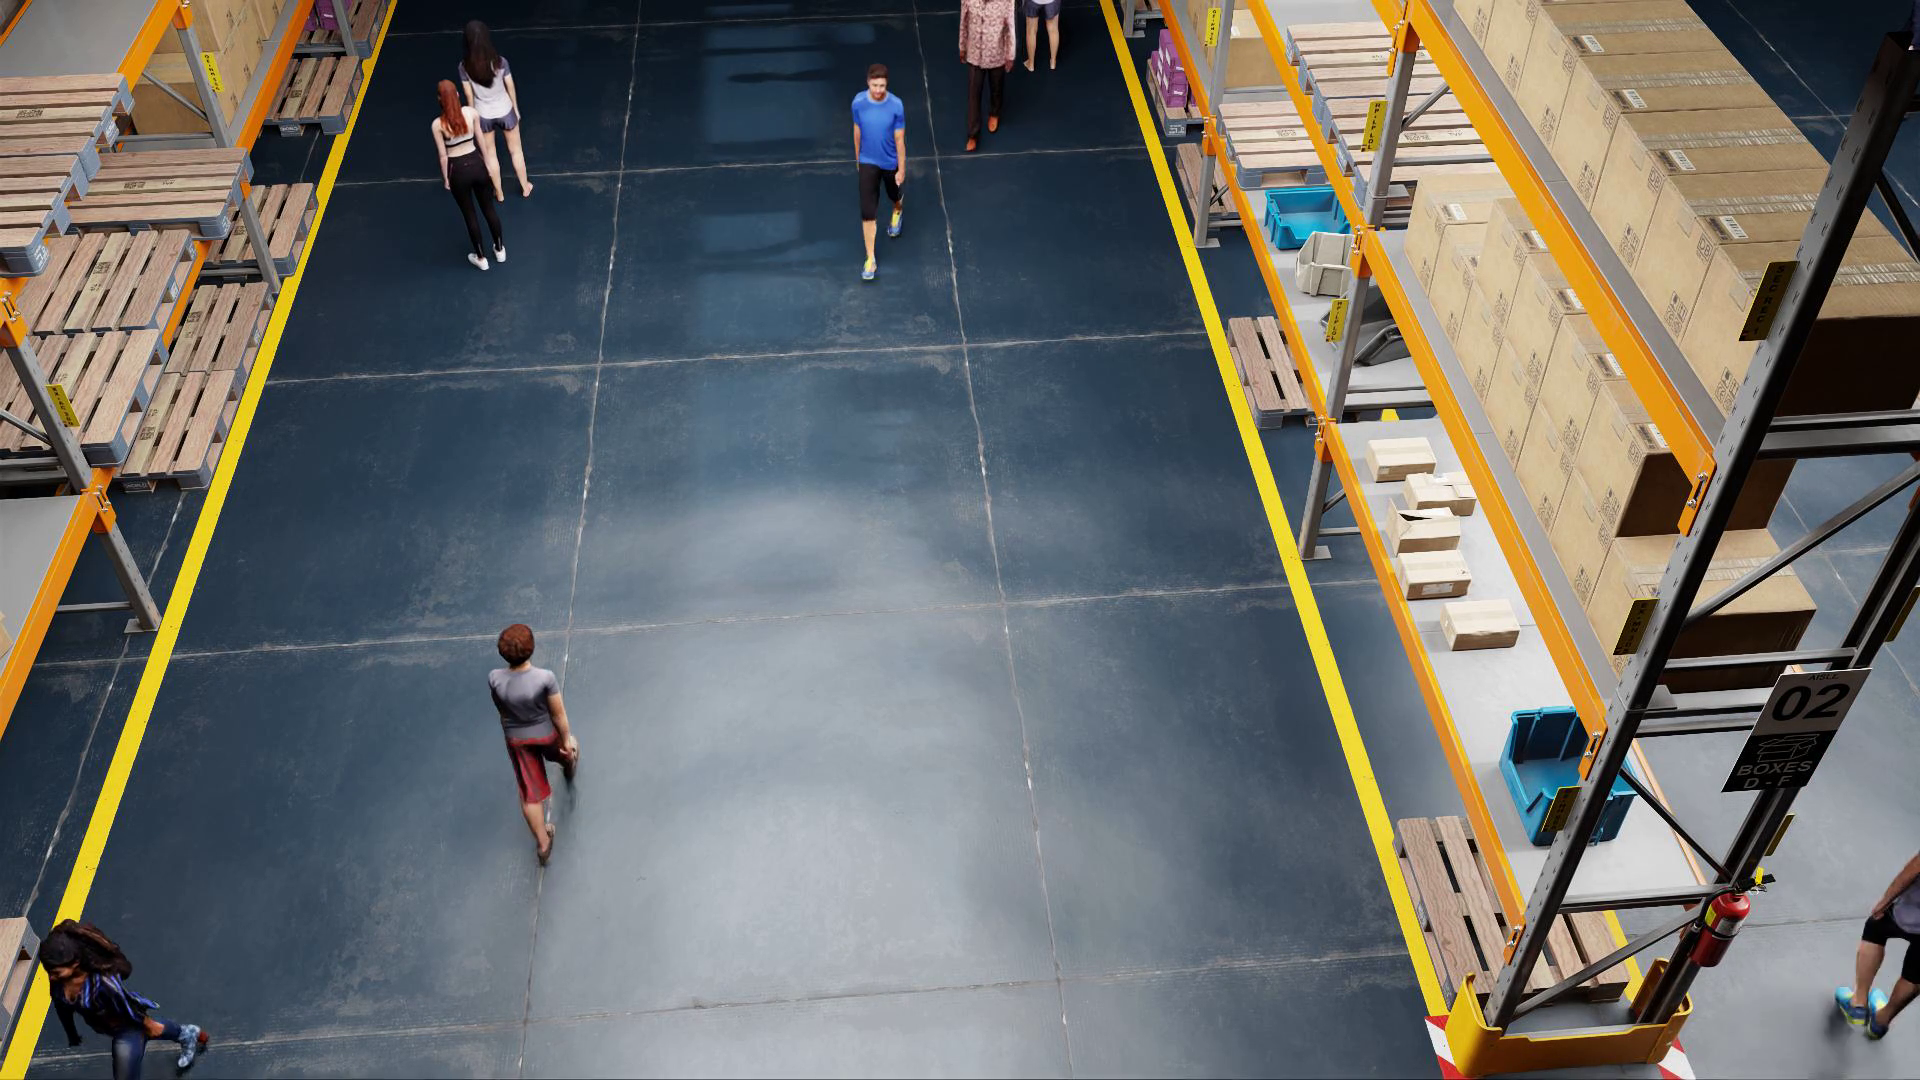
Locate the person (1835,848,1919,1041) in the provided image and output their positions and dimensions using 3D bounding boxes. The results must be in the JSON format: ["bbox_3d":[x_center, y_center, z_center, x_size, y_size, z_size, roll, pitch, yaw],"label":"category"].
[{"bbox_3d":[5.027,2.030,8.613,0.825,1.863,0.819,15,46,15],"label":"person"}]

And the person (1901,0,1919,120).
[{"bbox_3d":[9.168,-4.783,15.901,0.792,1.675,0.820,-26,49,-25],"label":"person"}]

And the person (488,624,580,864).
[{"bbox_3d":[-2.493,1.206,9.667,0.597,1.602,1.113,-5,44,-5],"label":"person"}]

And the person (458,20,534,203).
[{"bbox_3d":[-4.175,-3.826,14.873,0.631,1.707,0.579,-10,45,-10],"label":"person"}]

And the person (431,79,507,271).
[{"bbox_3d":[-4.162,-3.092,14.079,0.668,1.740,0.678,-25,49,-24],"label":"person"}]

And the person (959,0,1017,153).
[{"bbox_3d":[0.275,-4.609,15.657,0.905,1.760,1.222,6,44,6],"label":"person"}]

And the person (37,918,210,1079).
[{"bbox_3d":[-4.227,2.390,8.445,0.917,1.572,1.146,13,45,14],"label":"person"}]

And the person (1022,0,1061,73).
[{"bbox_3d":[0.827,-5.476,16.706,0.556,1.566,0.515,-4,44,-4],"label":"person"}]

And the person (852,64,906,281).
[{"bbox_3d":[-0.644,-3.251,14.191,0.807,1.815,1.320,5,44,6],"label":"person"}]
